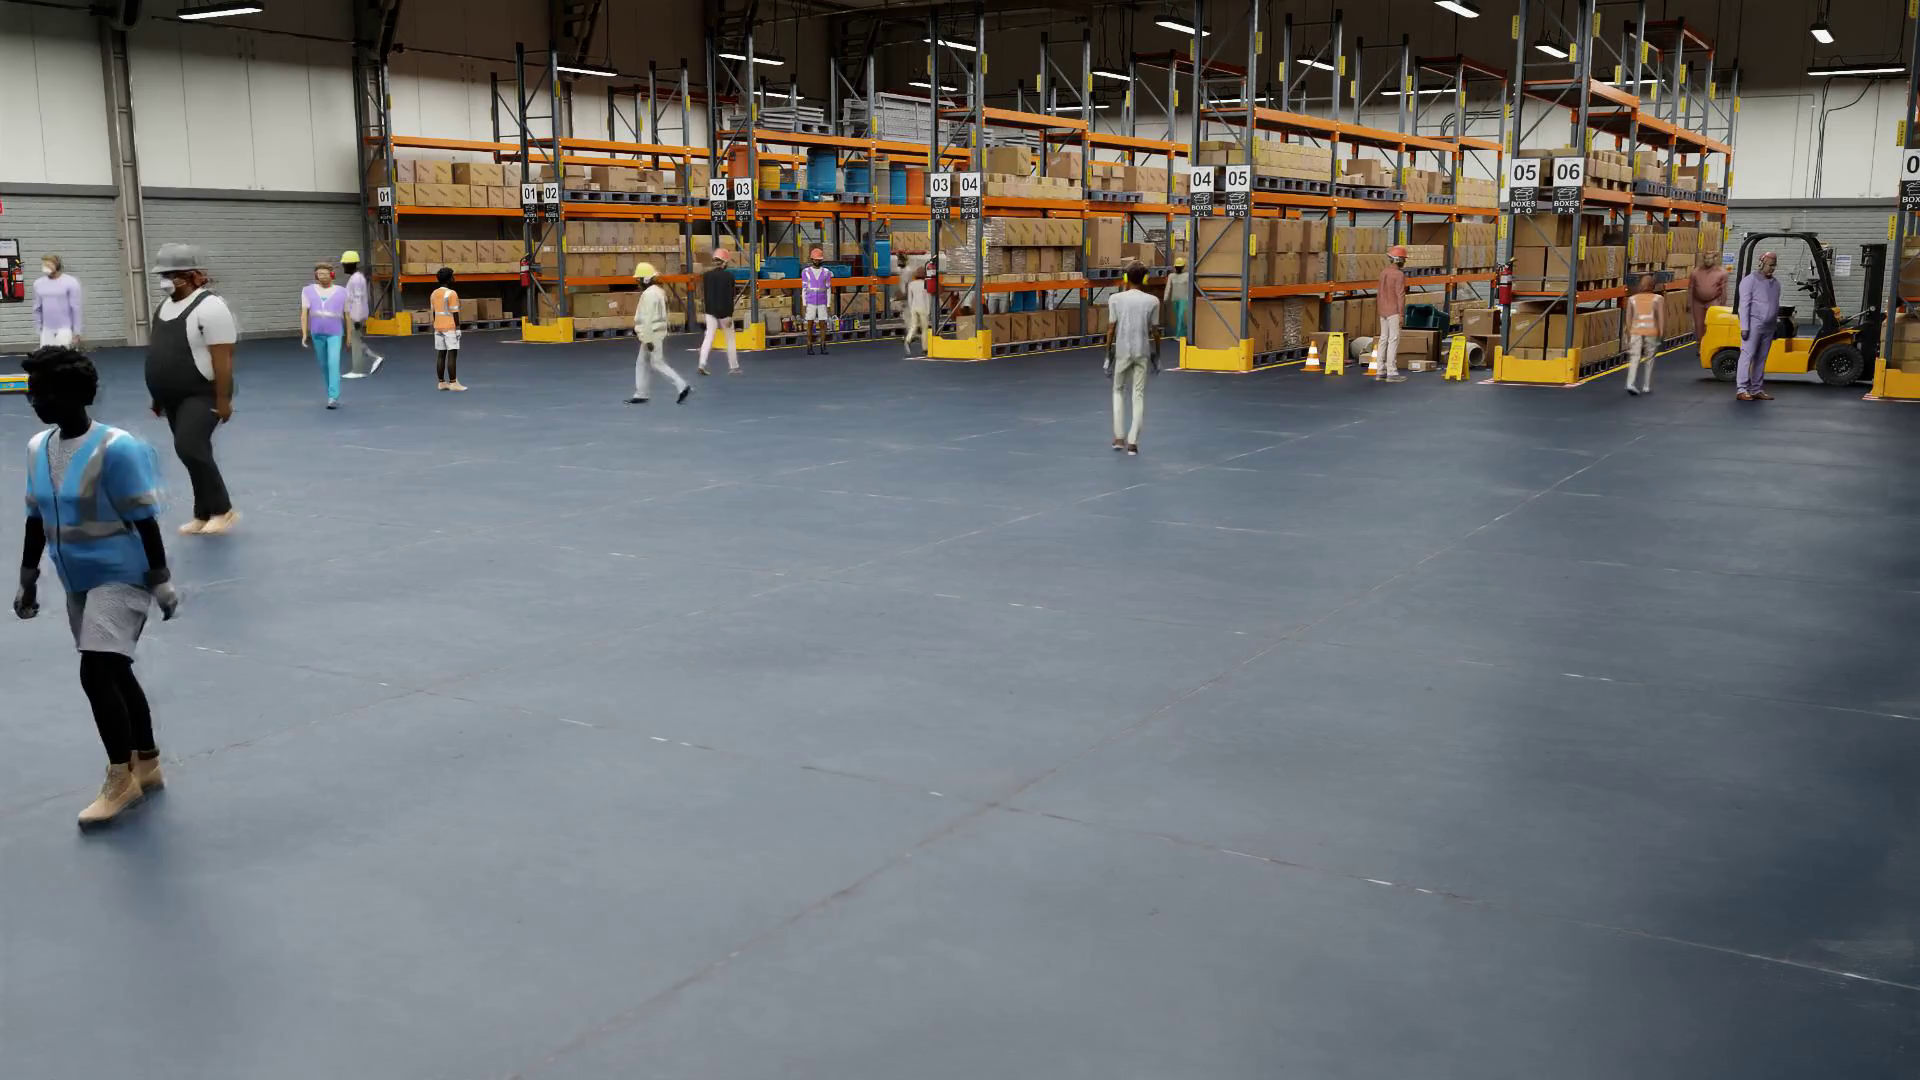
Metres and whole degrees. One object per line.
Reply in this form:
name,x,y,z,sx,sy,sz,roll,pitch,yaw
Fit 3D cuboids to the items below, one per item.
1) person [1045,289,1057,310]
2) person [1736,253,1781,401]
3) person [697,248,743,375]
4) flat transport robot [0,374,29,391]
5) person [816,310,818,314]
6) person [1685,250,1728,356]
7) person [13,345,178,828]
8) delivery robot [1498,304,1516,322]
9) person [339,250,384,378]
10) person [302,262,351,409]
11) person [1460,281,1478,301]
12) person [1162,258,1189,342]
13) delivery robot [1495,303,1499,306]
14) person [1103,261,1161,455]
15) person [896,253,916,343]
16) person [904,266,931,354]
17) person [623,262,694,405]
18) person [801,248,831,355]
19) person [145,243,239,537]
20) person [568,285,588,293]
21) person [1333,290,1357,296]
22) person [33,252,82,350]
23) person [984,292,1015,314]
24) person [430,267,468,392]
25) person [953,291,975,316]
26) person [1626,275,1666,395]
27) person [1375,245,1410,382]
person,2.081,-5.927,39.365,0.513,1.871,0.329,8,13,38
person,10.323,-2.742,21.442,0.639,1.903,0.407,-5,11,-25
person,-3.735,-3.511,25.619,0.613,1.959,0.994,5,11,24
flat transport robot,-12.913,-2.129,22.569,1.431,0.197,0.652,-6,12,-30
person,-3.075,-5.223,36.086,0.500,1.633,0.284,4,11,22
person,13.336,-4.225,29.770,0.660,1.886,0.507,6,12,31
person,-3.056,0.160,5.816,0.563,1.669,0.611,5,11,26
delivery robot,13.099,-5.489,40.330,0.707,0.478,0.477,-1,10,-8
person,-9.043,-3.385,24.990,0.512,1.916,0.603,-3,11,-18
person,-7.829,-2.541,20.625,0.562,1.799,1.000,-1,10,-8
person,12.796,-6.347,41.683,0.587,1.892,0.636,-9,14,-43
person,4.456,-4.905,34.080,0.535,1.714,0.920,7,12,36
delivery robot,13.218,-5.592,40.908,0.477,0.478,0.707,-1,10,-7
person,1.671,-1.771,16.150,0.576,1.841,0.759,0,10,1
person,-1.105,-4.900,33.728,0.458,1.830,0.569,-2,10,-12
person,-0.767,-4.165,30.238,0.502,1.613,0.655,5,11,28
person,-3.785,-2.569,20.794,0.848,1.797,0.595,-1,10,-4
person,-2.605,-4.327,30.258,0.540,1.930,0.386,-2,10,-12
person,-5.313,-1.028,11.446,0.699,2.000,0.539,7,12,35
person,-8.466,-5.323,36.694,0.504,1.611,0.678,6,12,31
person,8.399,-5.259,36.305,0.513,1.630,0.318,3,11,16
person,-11.142,-2.605,20.631,0.630,1.923,0.601,2,10,9
person,0.782,-4.813,32.977,0.623,1.932,0.370,1,10,5
person,-7.004,-2.874,22.751,0.541,1.696,0.315,8,13,37
person,0.183,-5.327,35.589,0.617,2.023,0.850,7,12,36
person,9.163,-2.739,22.276,0.515,1.596,0.789,6,12,30
person,6.365,-3.320,24.426,0.394,1.987,0.623,-3,11,-17
